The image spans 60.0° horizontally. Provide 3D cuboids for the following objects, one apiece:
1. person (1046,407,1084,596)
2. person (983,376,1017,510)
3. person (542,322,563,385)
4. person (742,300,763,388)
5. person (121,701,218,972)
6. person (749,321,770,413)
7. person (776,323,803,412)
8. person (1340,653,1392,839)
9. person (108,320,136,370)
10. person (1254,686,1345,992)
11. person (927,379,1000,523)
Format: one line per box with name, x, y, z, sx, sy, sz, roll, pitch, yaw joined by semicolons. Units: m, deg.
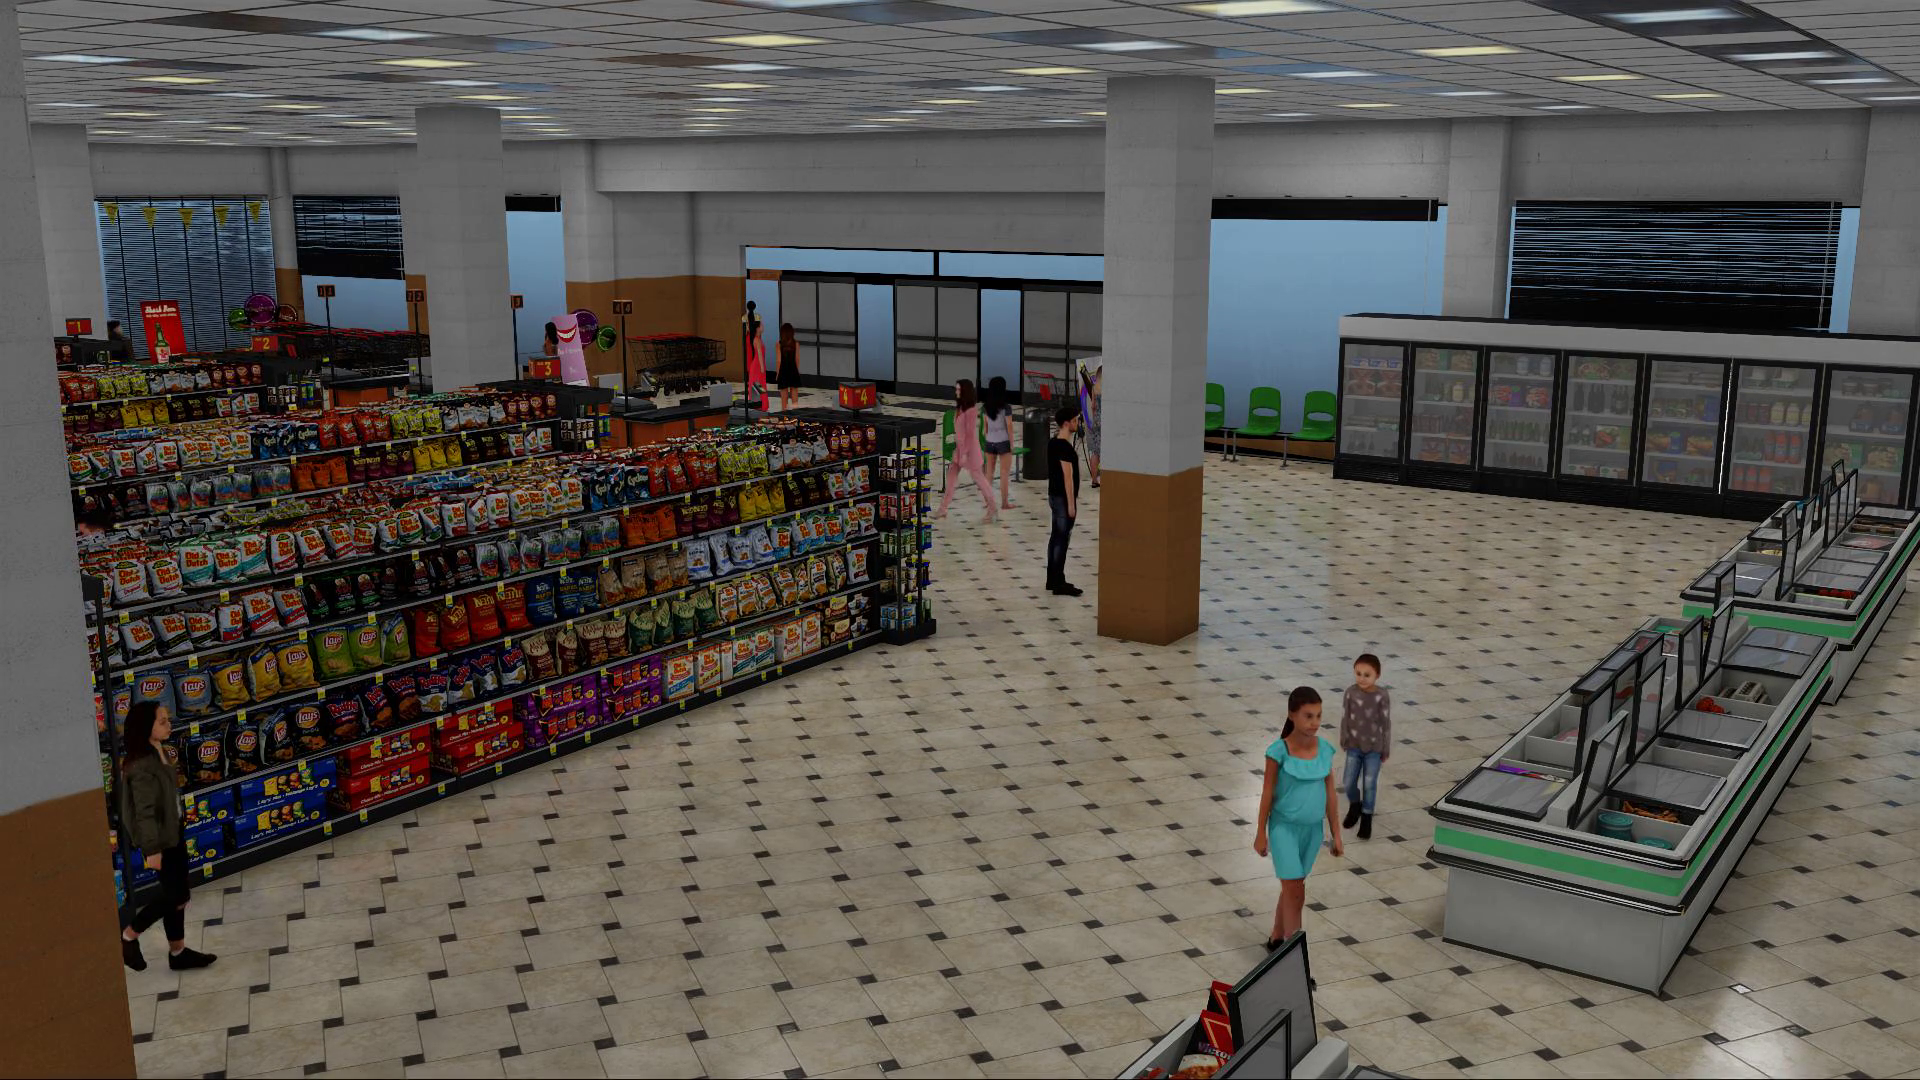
person;1.037;-0.407;16.868;0.798;1.895;0.746;-2;12;-11
person;0.489;-1.258;21.370;0.588;1.706;0.512;8;15;35
person;-7.539;-3.215;30.809;0.784;1.645;0.633;2;12;9
person;-4.311;-4.077;34.547;0.644;1.793;0.747;-5;13;-21
person;-4.194;1.554;8.587;0.857;1.471;0.795;-2;12;-11
person;-3.651;-3.103;30.078;0.749;1.727;0.714;-4;13;-18
person;-2.912;-2.763;28.205;0.632;1.835;0.728;-5;13;-21
person;2.588;1.284;10.555;0.513;1.188;0.552;6;13;26
person;-15.776;-3.224;30.904;0.818;1.624;1.137;12;17;44
person;1.716;1.497;8.687;0.869;1.540;0.892;-4;12;-18
person;0.179;-1.042;20.251;1.244;1.743;1.061;-5;13;-21
